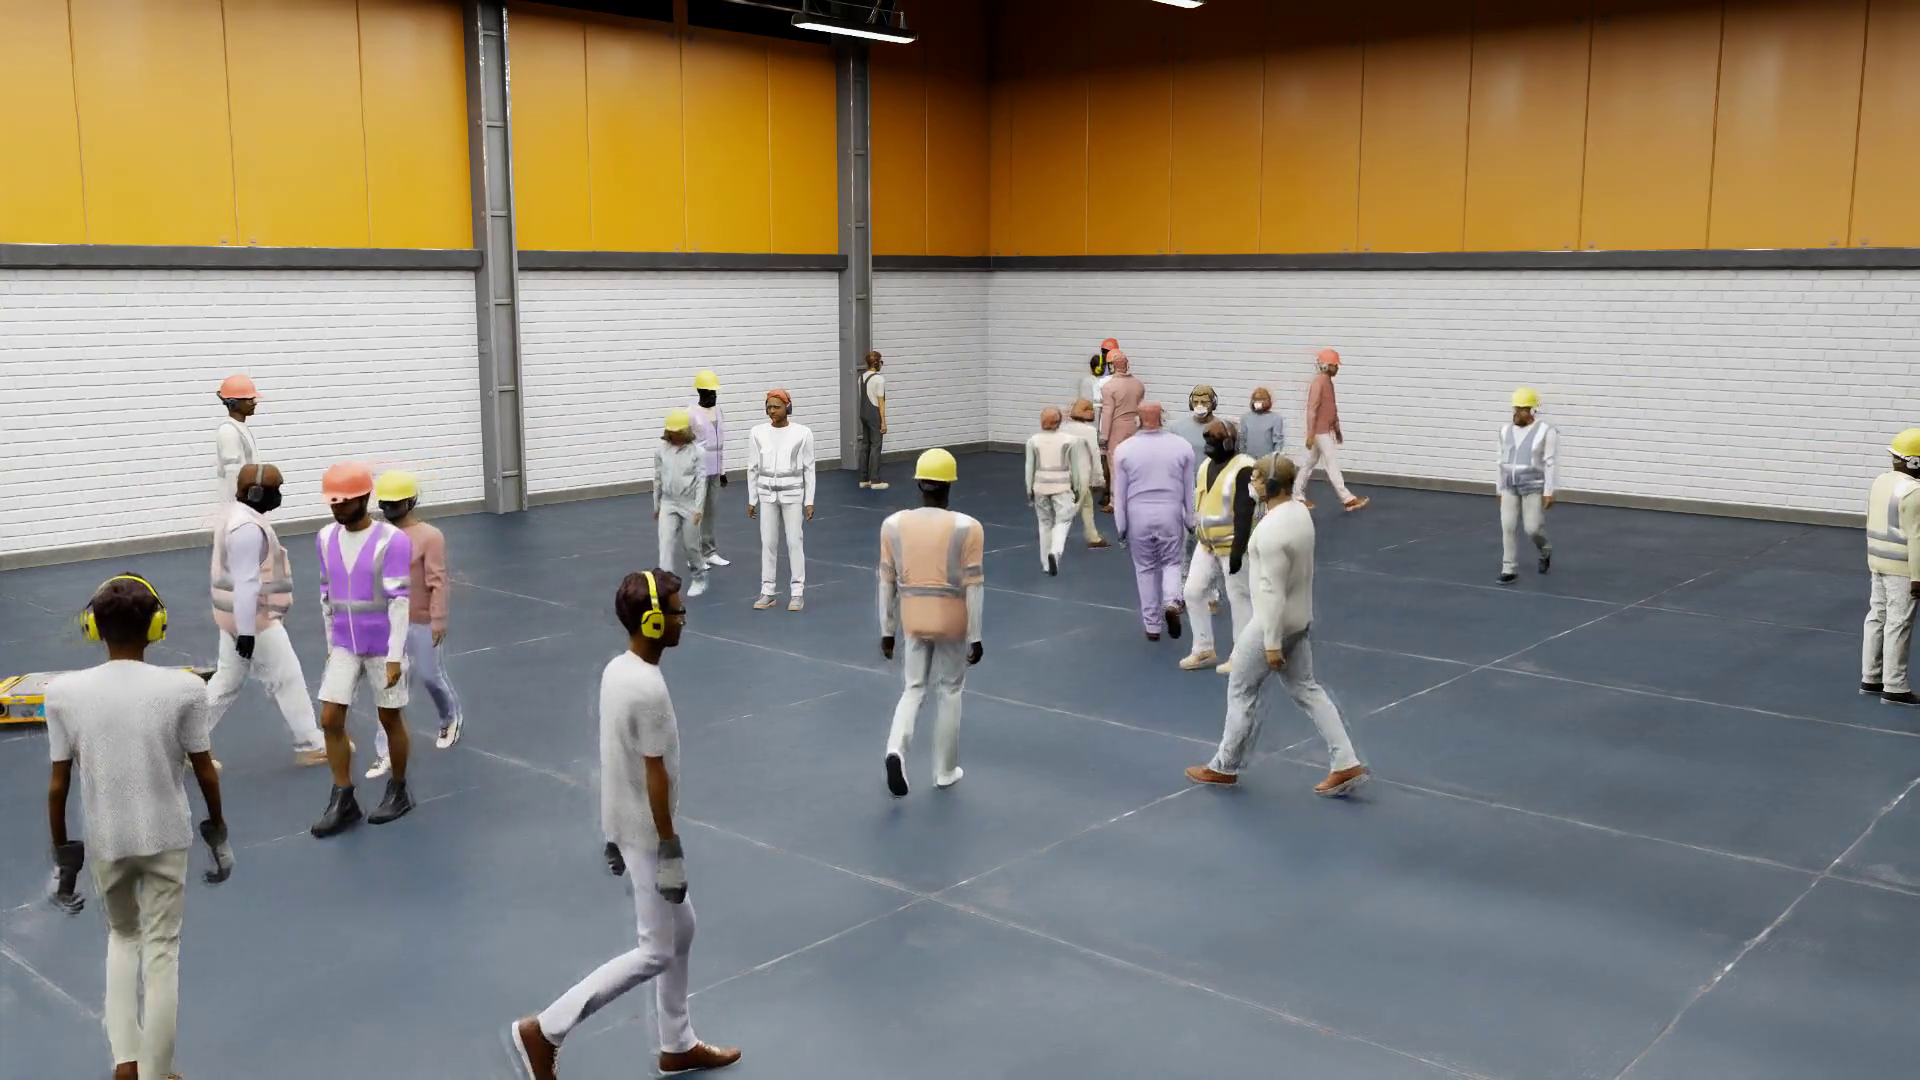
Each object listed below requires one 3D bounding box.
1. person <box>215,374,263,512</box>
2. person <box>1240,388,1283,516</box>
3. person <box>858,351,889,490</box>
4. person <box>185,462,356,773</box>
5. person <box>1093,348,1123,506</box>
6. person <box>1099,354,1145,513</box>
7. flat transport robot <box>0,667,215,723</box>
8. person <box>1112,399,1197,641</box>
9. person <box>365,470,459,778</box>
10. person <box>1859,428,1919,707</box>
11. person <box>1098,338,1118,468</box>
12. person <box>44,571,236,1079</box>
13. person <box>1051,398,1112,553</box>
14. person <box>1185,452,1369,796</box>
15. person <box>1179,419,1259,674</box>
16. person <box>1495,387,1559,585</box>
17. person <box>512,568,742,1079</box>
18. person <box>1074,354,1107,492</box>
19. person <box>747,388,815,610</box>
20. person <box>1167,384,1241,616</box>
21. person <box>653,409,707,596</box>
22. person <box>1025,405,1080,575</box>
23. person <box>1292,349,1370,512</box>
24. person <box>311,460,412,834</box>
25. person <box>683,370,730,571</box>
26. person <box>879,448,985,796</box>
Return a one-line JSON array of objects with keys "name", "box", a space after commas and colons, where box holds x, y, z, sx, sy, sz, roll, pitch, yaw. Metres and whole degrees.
[{"name": "person", "box": [-5.757, -0.307, 13.376, 0.382, 2.045, 0.605, -3, 9, -17]}, {"name": "person", "box": [3.281, -0.867, 18.285, 0.524, 1.582, 0.839, 5, 10, 29]}, {"name": "person", "box": [-1.154, -1.584, 22.064, 0.342, 1.839, 0.501, -7, 11, -37]}, {"name": "person", "box": [-4.056, 0.444, 9.467, 0.974, 1.792, 0.645, -5, 10, -29]}, {"name": "person", "box": [1.892, -1.383, 20.467, 0.548, 1.937, 0.379, -1, 9, -4]}, {"name": "person", "box": [1.899, -1.266, 19.844, 0.643, 1.905, 0.400, -7, 11, -38]}, {"name": "flat transport robot", "box": [-5.609, 1.003, 10.698, 1.431, 0.197, 0.652, -2, 9, -11]}, {"name": "person", "box": [1.498, -0.138, 12.808, 0.675, 1.882, 0.510, 0, 9, 1]}, {"name": "person", "box": [-3.196, 0.443, 9.674, 0.520, 1.736, 0.810, 1, 9, 8]}, {"name": "person", "box": [6.231, 0.175, 11.009, 0.404, 1.832, 0.597, 0, 9, 2]}, {"name": "person", "box": [2.122, -1.958, 24.117, 0.391, 1.925, 0.547, 0, 9, 3]}, {"name": "person", "box": [-2.747, 1.025, 5.610, 0.535, 1.850, 0.475, -2, 9, -11]}, {"name": "person", "box": [1.198, -0.657, 16.987, 0.850, 1.594, 0.497, -5, 10, -27]}, {"name": "person", "box": [1.761, 0.463, 9.017, 0.988, 1.905, 0.638, 5, 11, 31]}, {"name": "person", "box": [1.830, 0.064, 11.761, 0.605, 1.823, 0.648, -5, 10, -30]}, {"name": "person", "box": [5.205, -0.497, 15.272, 0.593, 1.818, 0.602, -9, 12, -43]}, {"name": "person", "box": [-1.144, 1.016, 5.697, 0.725, 1.846, 0.530, -3, 10, -19]}, {"name": "person", "box": [1.634, -1.489, 21.478, 0.754, 1.830, 0.556, -8, 12, -41]}, {"name": "person", "box": [-1.516, -0.340, 14.081, 0.585, 1.882, 0.340, 2, 9, 11]}, {"name": "person", "box": [2.008, -0.333, 13.871, 0.632, 1.940, 0.372, 2, 9, 15]}, {"name": "person", "box": [-2.414, -0.307, 14.436, 0.501, 1.699, 0.764, 1, 9, 7]}, {"name": "person", "box": [0.856, -0.455, 15.634, 0.518, 1.618, 0.606, 2, 9, 14]}, {"name": "person", "box": [4.444, -1.307, 19.954, 1.006, 1.938, 0.650, 4, 10, 24]}, {"name": "person", "box": [-3.050, 0.550, 8.417, 0.568, 1.906, 0.727, 2, 9, 12]}, {"name": "person", "box": [-2.442, -0.678, 16.070, 0.381, 1.924, 0.593, 5, 10, 27]}, {"name": "person", "box": [-0.168, 0.459, 9.002, 0.591, 1.908, 0.704, 3, 10, 19]}]
